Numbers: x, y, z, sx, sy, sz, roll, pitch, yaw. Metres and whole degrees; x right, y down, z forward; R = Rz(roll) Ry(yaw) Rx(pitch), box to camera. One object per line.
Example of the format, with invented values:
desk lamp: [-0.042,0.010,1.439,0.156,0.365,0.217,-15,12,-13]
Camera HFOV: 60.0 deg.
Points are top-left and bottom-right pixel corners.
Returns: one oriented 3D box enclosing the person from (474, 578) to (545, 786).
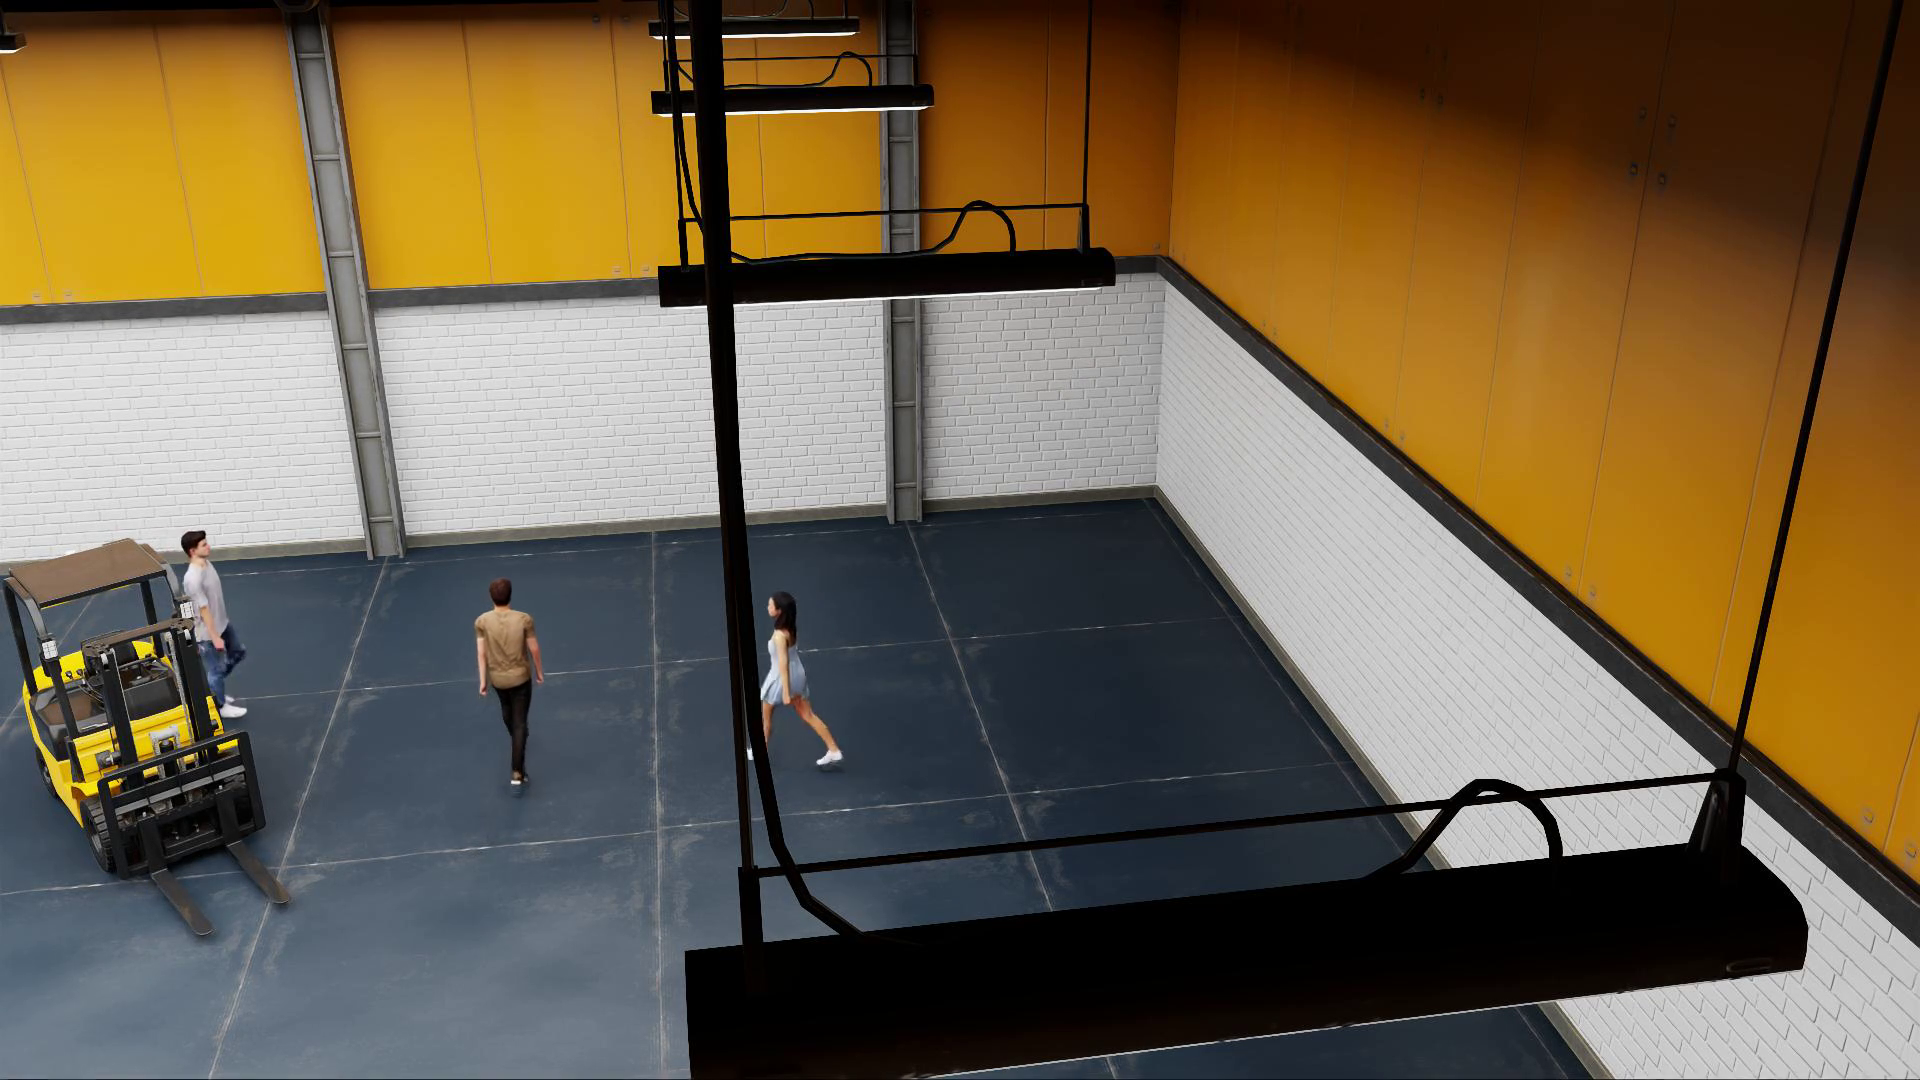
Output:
person: [-3.887,1.249,14.352,1.215,1.806,0.856,-1,24,-2]

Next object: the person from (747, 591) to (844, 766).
person: [-1.418,1.252,14.495,1.239,1.688,0.873,4,24,9]

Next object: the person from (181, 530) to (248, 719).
person: [-6.977,0.796,15.301,0.700,1.877,0.694,-3,24,-6]
